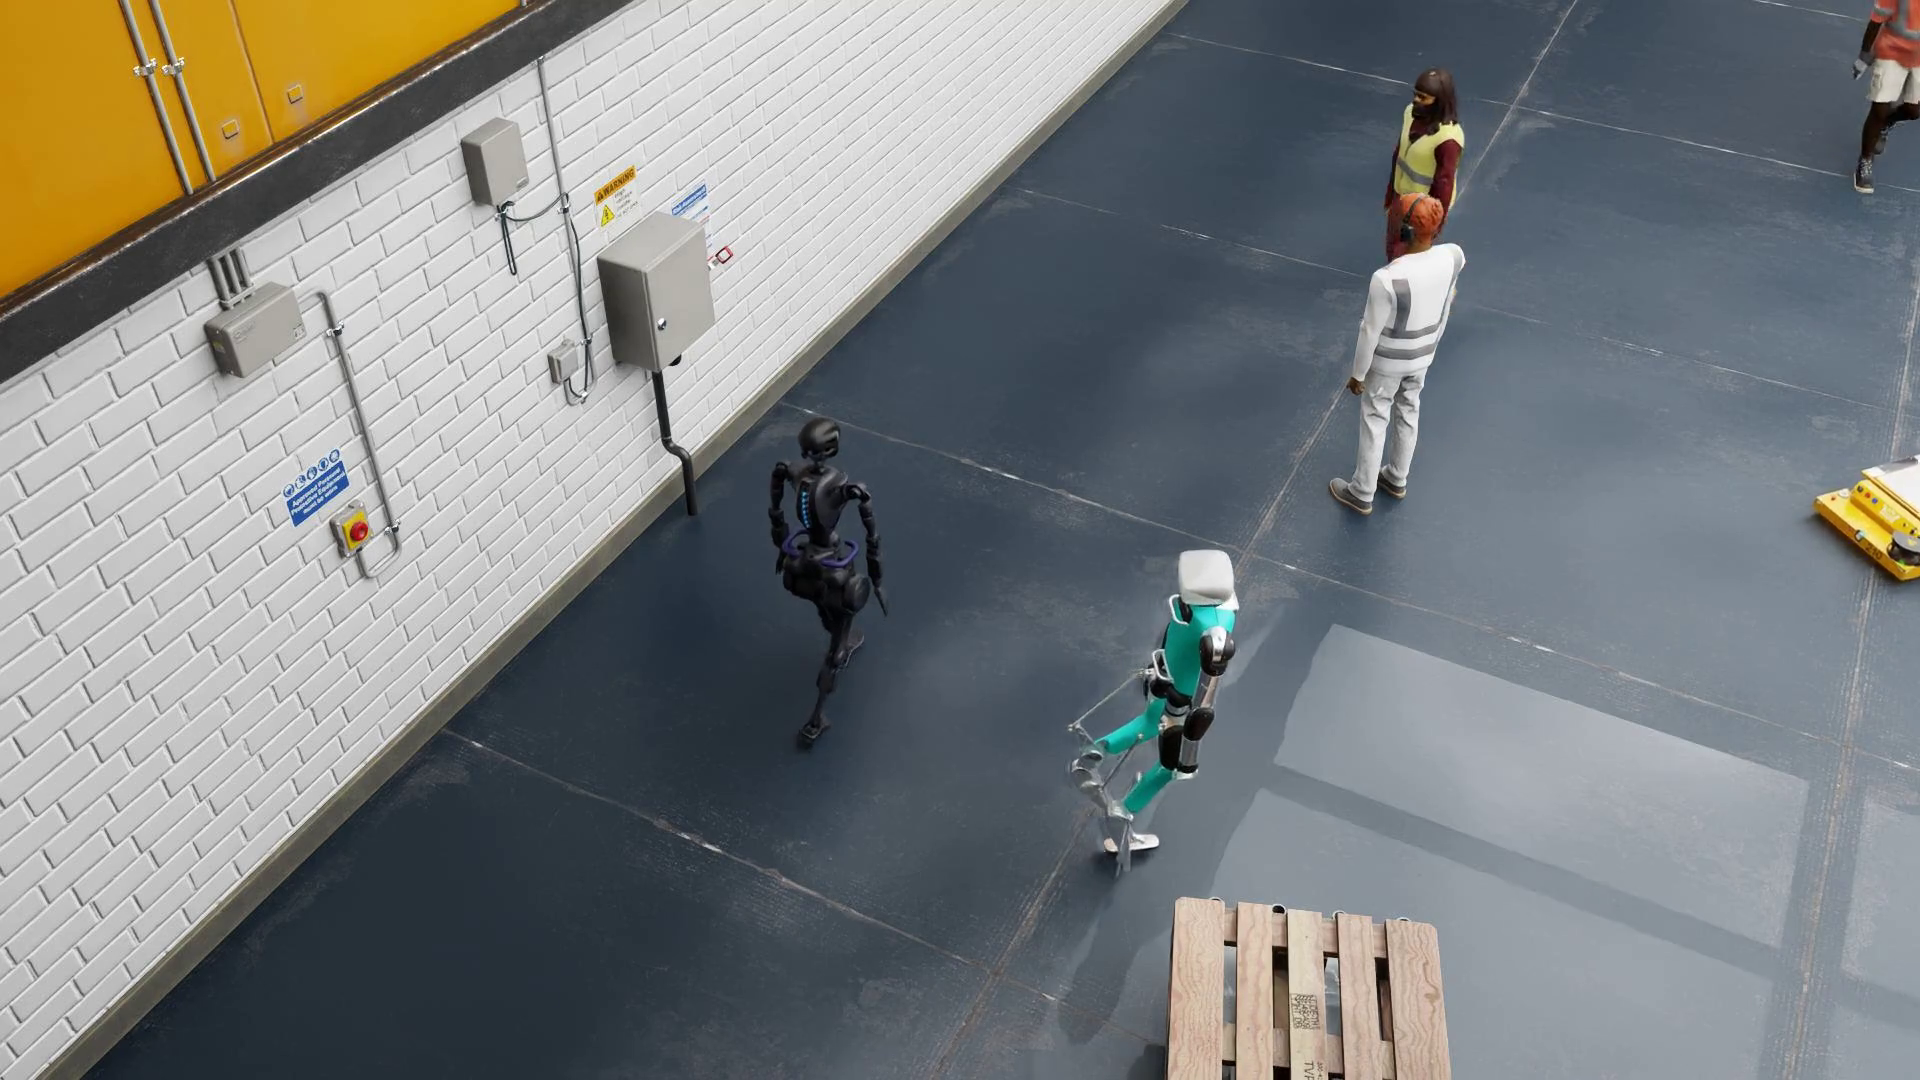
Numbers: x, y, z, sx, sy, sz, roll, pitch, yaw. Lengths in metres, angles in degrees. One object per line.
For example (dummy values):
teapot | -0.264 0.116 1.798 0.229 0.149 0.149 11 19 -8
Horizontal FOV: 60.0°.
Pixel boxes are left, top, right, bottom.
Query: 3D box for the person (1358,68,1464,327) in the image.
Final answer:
person | 2.781 -2.031 10.056 0.459 1.760 0.481 -13 42 -14

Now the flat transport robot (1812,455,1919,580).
flat transport robot | 5.476 -0.205 9.075 1.431 0.231 0.659 -14 43 -15

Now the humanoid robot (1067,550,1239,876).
humanoid robot | 0.713 0.805 6.854 0.732 1.884 0.551 -4 41 -5

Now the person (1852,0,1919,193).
person | 6.516 -3.371 11.475 0.643 1.929 0.687 8 41 9

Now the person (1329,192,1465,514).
person | 2.289 -0.961 8.726 0.565 1.878 0.355 -19 44 -20

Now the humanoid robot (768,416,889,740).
humanoid robot | -0.620 0.136 7.643 0.610 1.633 0.788 17 44 19
